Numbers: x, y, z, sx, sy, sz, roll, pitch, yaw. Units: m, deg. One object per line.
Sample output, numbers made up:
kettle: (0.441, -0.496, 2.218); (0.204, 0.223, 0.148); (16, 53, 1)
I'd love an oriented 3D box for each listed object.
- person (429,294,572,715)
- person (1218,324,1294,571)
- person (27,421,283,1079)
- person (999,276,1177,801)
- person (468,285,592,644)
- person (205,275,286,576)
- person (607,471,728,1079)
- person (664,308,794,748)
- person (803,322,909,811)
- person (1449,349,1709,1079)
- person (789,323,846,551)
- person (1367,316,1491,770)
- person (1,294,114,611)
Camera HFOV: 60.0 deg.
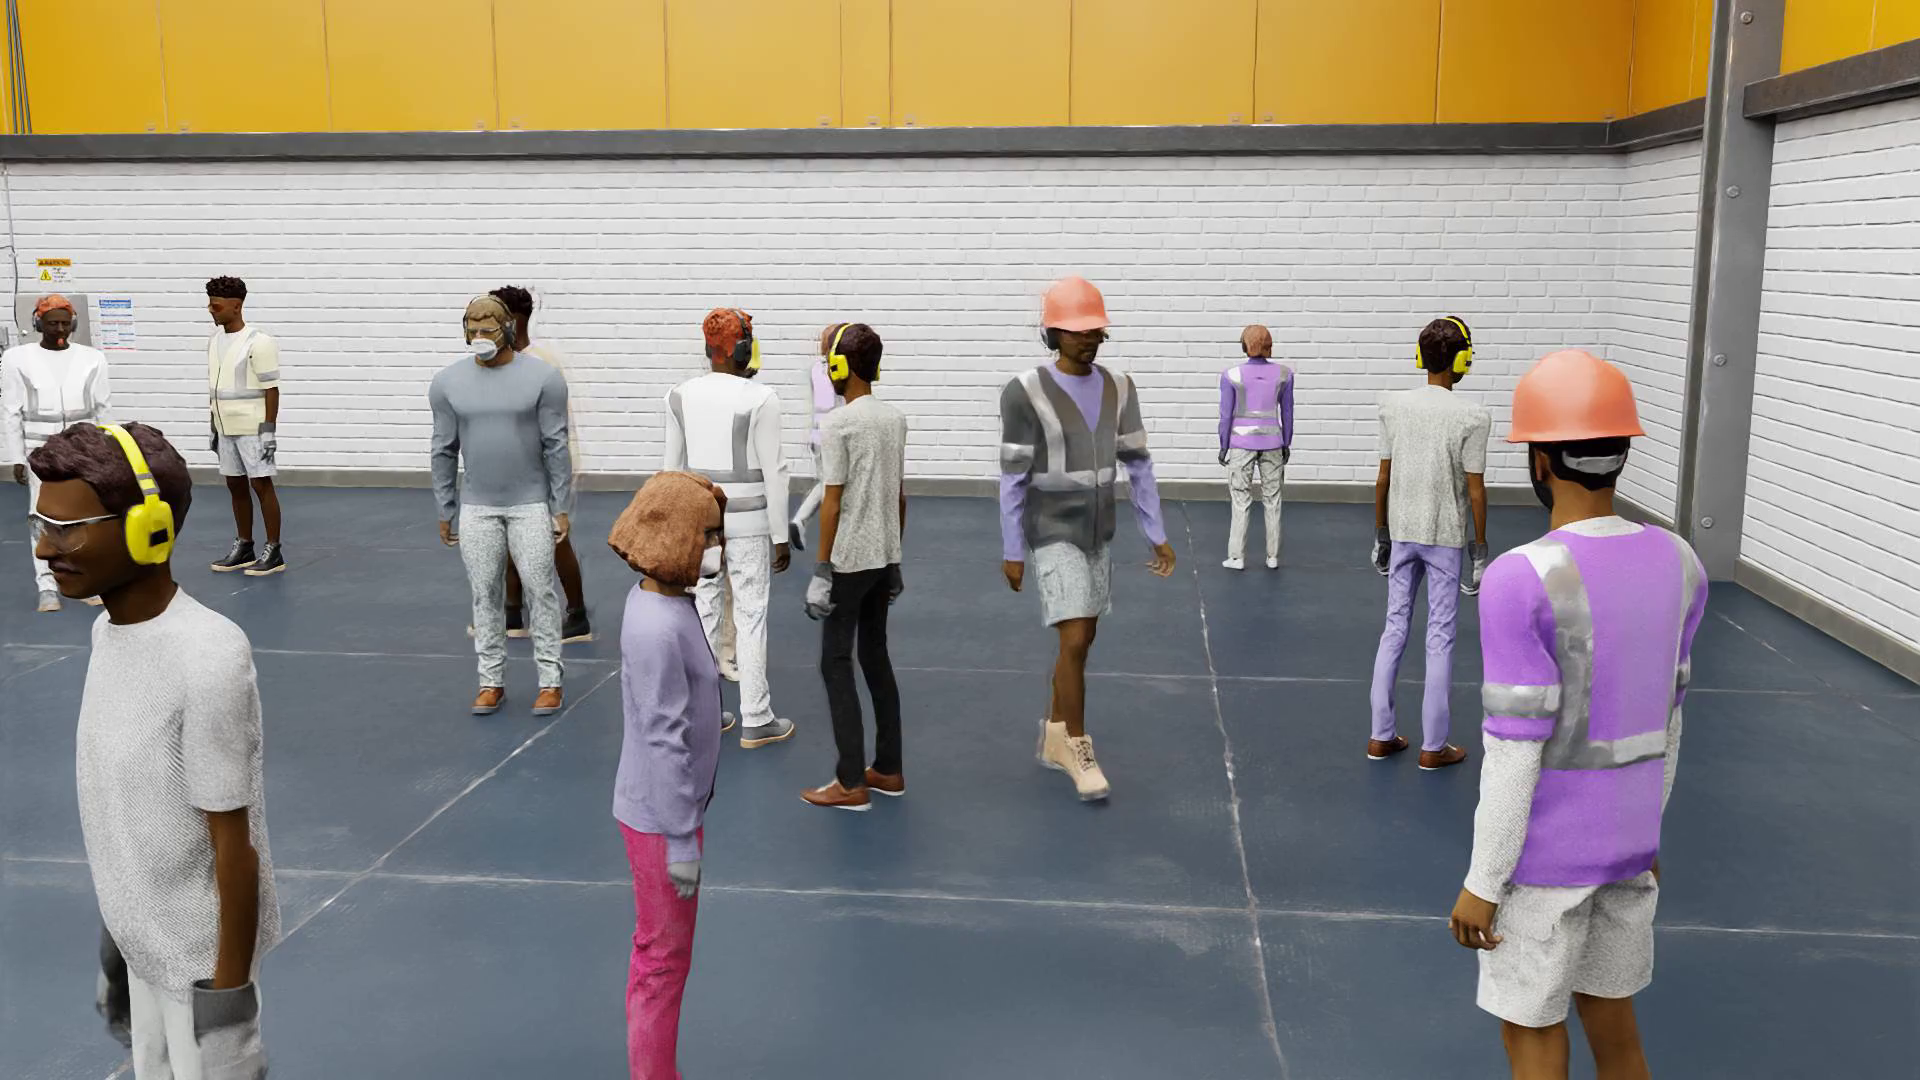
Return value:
person: (-2.093, -0.151, 7.614); (0.635, 1.928, 0.382); (0, 10, -3)
person: (1.958, -0.603, 11.018); (0.513, 1.638, 0.307); (-1, 10, -7)
person: (-1.314, 0.725, 2.791); (0.322, 1.862, 0.512); (-10, 14, -44)
person: (0.510, -0.007, 6.511); (0.644, 2.021, 0.647); (-7, 12, -36)
person: (-2.369, -0.380, 8.897); (0.792, 1.927, 0.628); (-4, 11, -20)
person: (-4.705, -0.746, 10.896); (0.612, 1.964, 0.364); (6, 11, 29)
person: (-0.660, 0.649, 3.857); (0.280, 1.633, 0.498); (-2, 10, -10)
person: (-0.984, -0.048, 7.135); (0.587, 1.882, 0.342); (5, 11, 25)
person: (-0.392, 0.104, 6.354); (0.334, 1.855, 0.544); (6, 12, 31)
person: (1.190, 0.594, 3.314); (0.549, 1.934, 0.374); (-6, 11, -29)
person: (-0.900, -0.666, 11.397); (0.520, 1.631, 0.509); (9, 13, 40)
person: (1.927, 0.017, 6.841); (0.516, 1.865, 0.322); (9, 13, 42)
person: (-5.304, -0.509, 9.834); (0.578, 1.874, 0.368); (-8, 13, -38)
